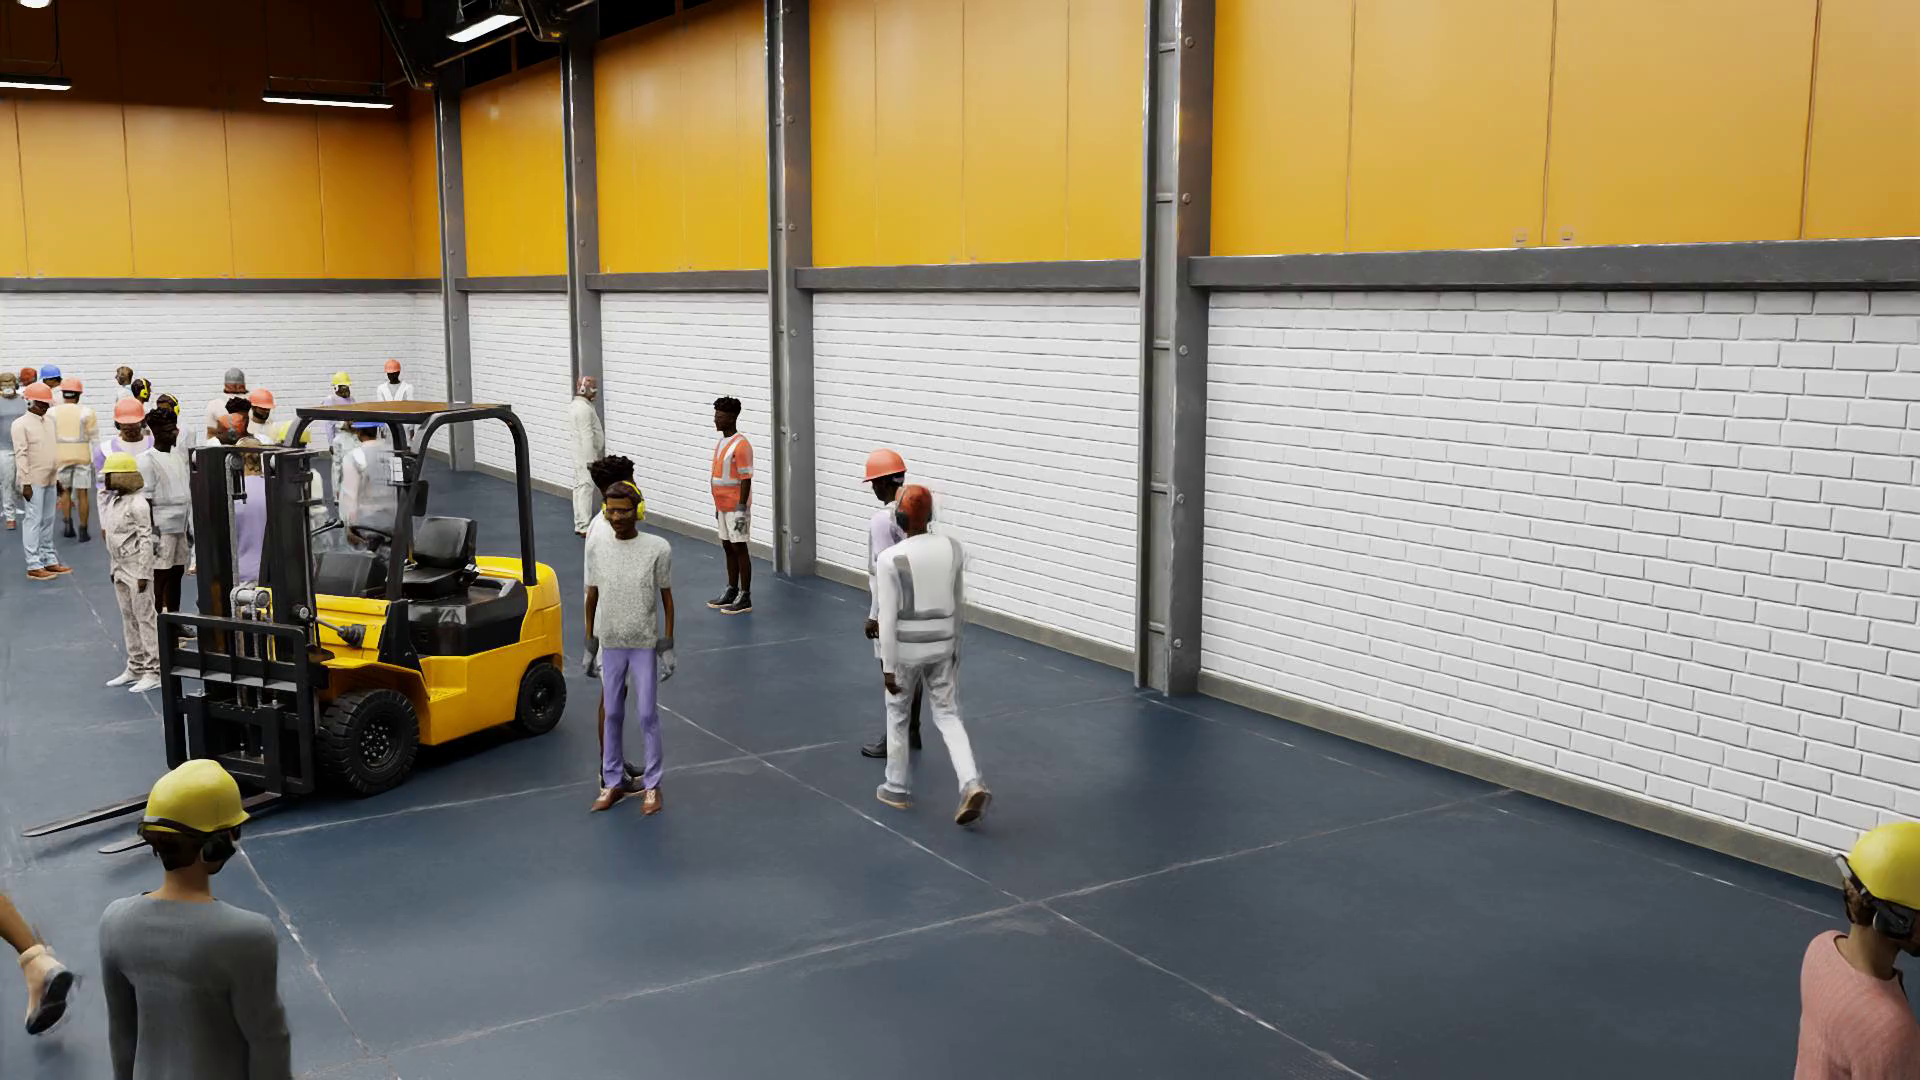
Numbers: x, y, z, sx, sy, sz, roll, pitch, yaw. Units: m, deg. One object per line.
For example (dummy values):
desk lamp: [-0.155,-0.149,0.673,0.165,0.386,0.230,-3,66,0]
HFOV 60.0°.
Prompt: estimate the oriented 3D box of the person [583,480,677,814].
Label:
person: [-1.833,0.592,9.206,0.533,1.864,0.310,1,8,6]

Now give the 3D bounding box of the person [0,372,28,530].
person: [-11.528,-1.080,20.281,0.636,1.928,0.383,-6,10,-33]

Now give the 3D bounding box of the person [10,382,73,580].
person: [-9.295,-0.599,16.824,0.388,1.987,0.608,0,8,1]

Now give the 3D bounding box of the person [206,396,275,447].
person: [-6.426,-0.308,14.929,0.613,1.964,0.361,-4,9,-27]

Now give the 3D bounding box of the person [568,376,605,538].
person: [-4.402,-0.978,19.665,0.401,1.904,0.640,-3,9,-21]

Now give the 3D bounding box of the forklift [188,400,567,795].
forklift: [-3.529,0.258,10.348,1.214,2.155,2.313,4,9,25]

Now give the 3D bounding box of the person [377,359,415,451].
person: [-8.239,-1.680,24.324,0.539,1.930,0.387,0,8,-3]

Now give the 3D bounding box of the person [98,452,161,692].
person: [-6.026,0.229,12.058,0.483,1.745,0.302,7,11,39]

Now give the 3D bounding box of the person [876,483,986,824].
person: [-0.183,0.617,9.065,0.573,1.861,0.866,-5,10,-29]

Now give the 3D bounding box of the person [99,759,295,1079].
person: [-1.840,1.407,4.083,0.524,1.760,0.335,3,9,20]

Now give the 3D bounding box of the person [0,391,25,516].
person: [-12.412,-1.174,21.534,0.345,1.733,0.532,0,8,3]

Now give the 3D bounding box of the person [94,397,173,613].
person: [-6.878,-0.188,13.938,0.613,2.028,0.409,-5,10,-32]

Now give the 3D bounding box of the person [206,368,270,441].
person: [-8.449,-1.018,19.462,0.711,2.000,0.724,-5,10,-33]

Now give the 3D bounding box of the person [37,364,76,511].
person: [-11.969,-1.359,22.081,0.390,1.945,0.603,-5,10,-29]

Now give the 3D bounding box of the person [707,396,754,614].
person: [-2.065,-0.321,15.014,0.367,1.967,0.603,-5,10,-28]

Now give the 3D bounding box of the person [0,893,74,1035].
person: [-3.872,0.957,6.295,0.856,2.017,0.617,3,9,20]

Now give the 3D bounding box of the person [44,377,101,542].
person: [-10.307,-0.930,19.318,0.595,1.909,0.550,-3,9,-18]

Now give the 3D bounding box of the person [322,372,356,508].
person: [-8.265,-1.340,22.331,0.404,1.832,0.600,2,9,15]

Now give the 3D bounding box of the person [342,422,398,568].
person: [-4.946,-0.177,14.205,0.659,1.929,0.604,6,10,33]

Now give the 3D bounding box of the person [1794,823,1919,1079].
person: [1.993,1.468,3.682,0.342,1.755,0.532,2,9,12]

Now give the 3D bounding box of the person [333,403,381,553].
person: [-6.290,-0.566,17.429,0.508,1.741,0.324,-2,9,-14]

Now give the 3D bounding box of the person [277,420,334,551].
person: [-5.197,-0.005,13.151,0.614,1.877,0.974,4,9,25]

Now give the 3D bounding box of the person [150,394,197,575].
person: [-8.028,-0.565,17.030,0.510,1.861,0.324,1,8,4]

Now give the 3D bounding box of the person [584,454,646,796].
person: [-1.976,0.483,9.594,0.361,1.965,0.613,-2,9,-11]

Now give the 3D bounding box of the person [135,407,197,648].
person: [-6.468,-0.108,13.582,0.365,1.965,0.608,1,8,4]

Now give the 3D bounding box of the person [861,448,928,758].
person: [-0.430,0.394,10.325,0.372,1.928,0.543,4,9,25]
